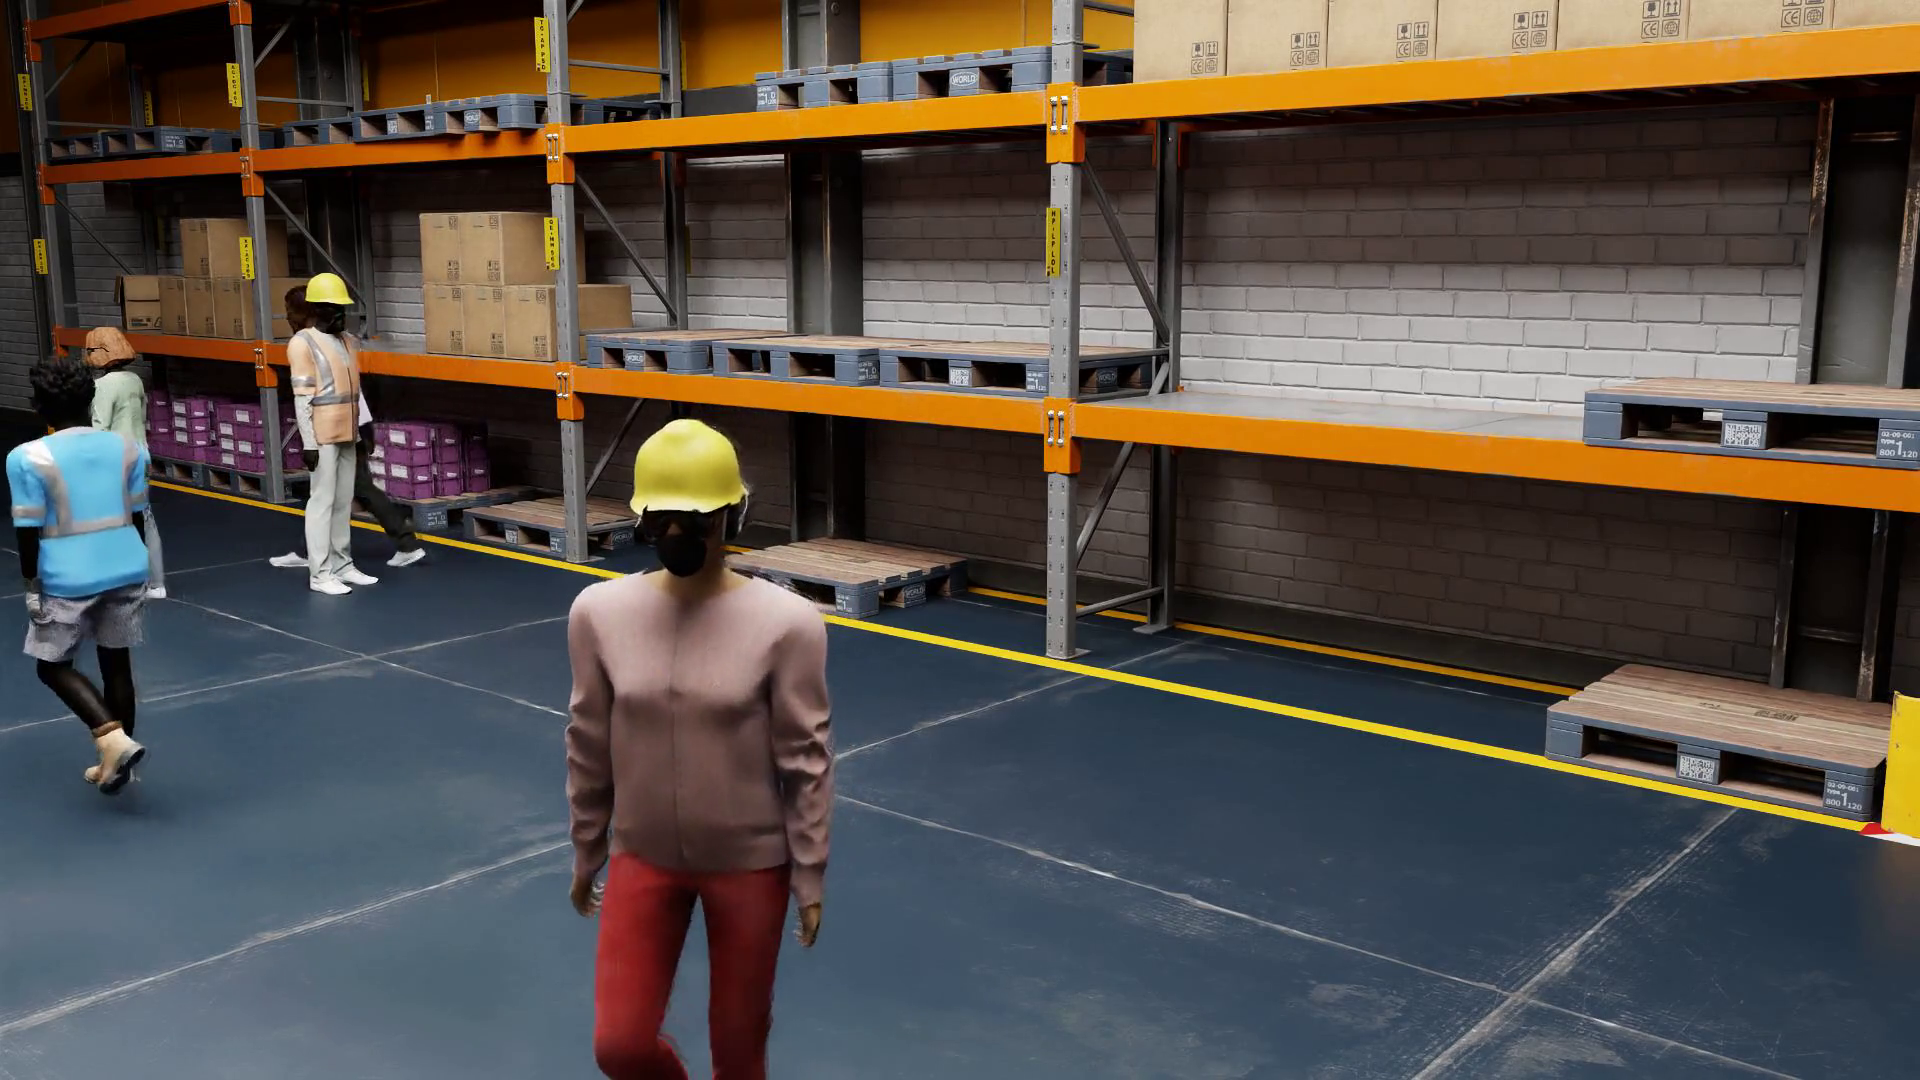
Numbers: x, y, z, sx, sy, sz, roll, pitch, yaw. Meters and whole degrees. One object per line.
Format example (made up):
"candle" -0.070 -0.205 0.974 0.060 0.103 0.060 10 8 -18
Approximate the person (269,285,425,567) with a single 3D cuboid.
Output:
"person" -3.974 -0.716 10.749 1.014 1.852 0.591 0 10 -1

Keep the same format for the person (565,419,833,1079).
"person" -0.515 0.636 3.255 0.548 1.750 0.366 1 10 5

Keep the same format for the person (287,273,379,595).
"person" -3.776 -0.639 10.053 0.376 1.925 0.605 2 10 10

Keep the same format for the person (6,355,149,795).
"person" -3.224 0.156 6.220 0.472 1.688 0.543 6 12 30

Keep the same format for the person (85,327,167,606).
"person" -4.867 -0.422 9.669 0.283 1.624 0.494 0 10 -1
